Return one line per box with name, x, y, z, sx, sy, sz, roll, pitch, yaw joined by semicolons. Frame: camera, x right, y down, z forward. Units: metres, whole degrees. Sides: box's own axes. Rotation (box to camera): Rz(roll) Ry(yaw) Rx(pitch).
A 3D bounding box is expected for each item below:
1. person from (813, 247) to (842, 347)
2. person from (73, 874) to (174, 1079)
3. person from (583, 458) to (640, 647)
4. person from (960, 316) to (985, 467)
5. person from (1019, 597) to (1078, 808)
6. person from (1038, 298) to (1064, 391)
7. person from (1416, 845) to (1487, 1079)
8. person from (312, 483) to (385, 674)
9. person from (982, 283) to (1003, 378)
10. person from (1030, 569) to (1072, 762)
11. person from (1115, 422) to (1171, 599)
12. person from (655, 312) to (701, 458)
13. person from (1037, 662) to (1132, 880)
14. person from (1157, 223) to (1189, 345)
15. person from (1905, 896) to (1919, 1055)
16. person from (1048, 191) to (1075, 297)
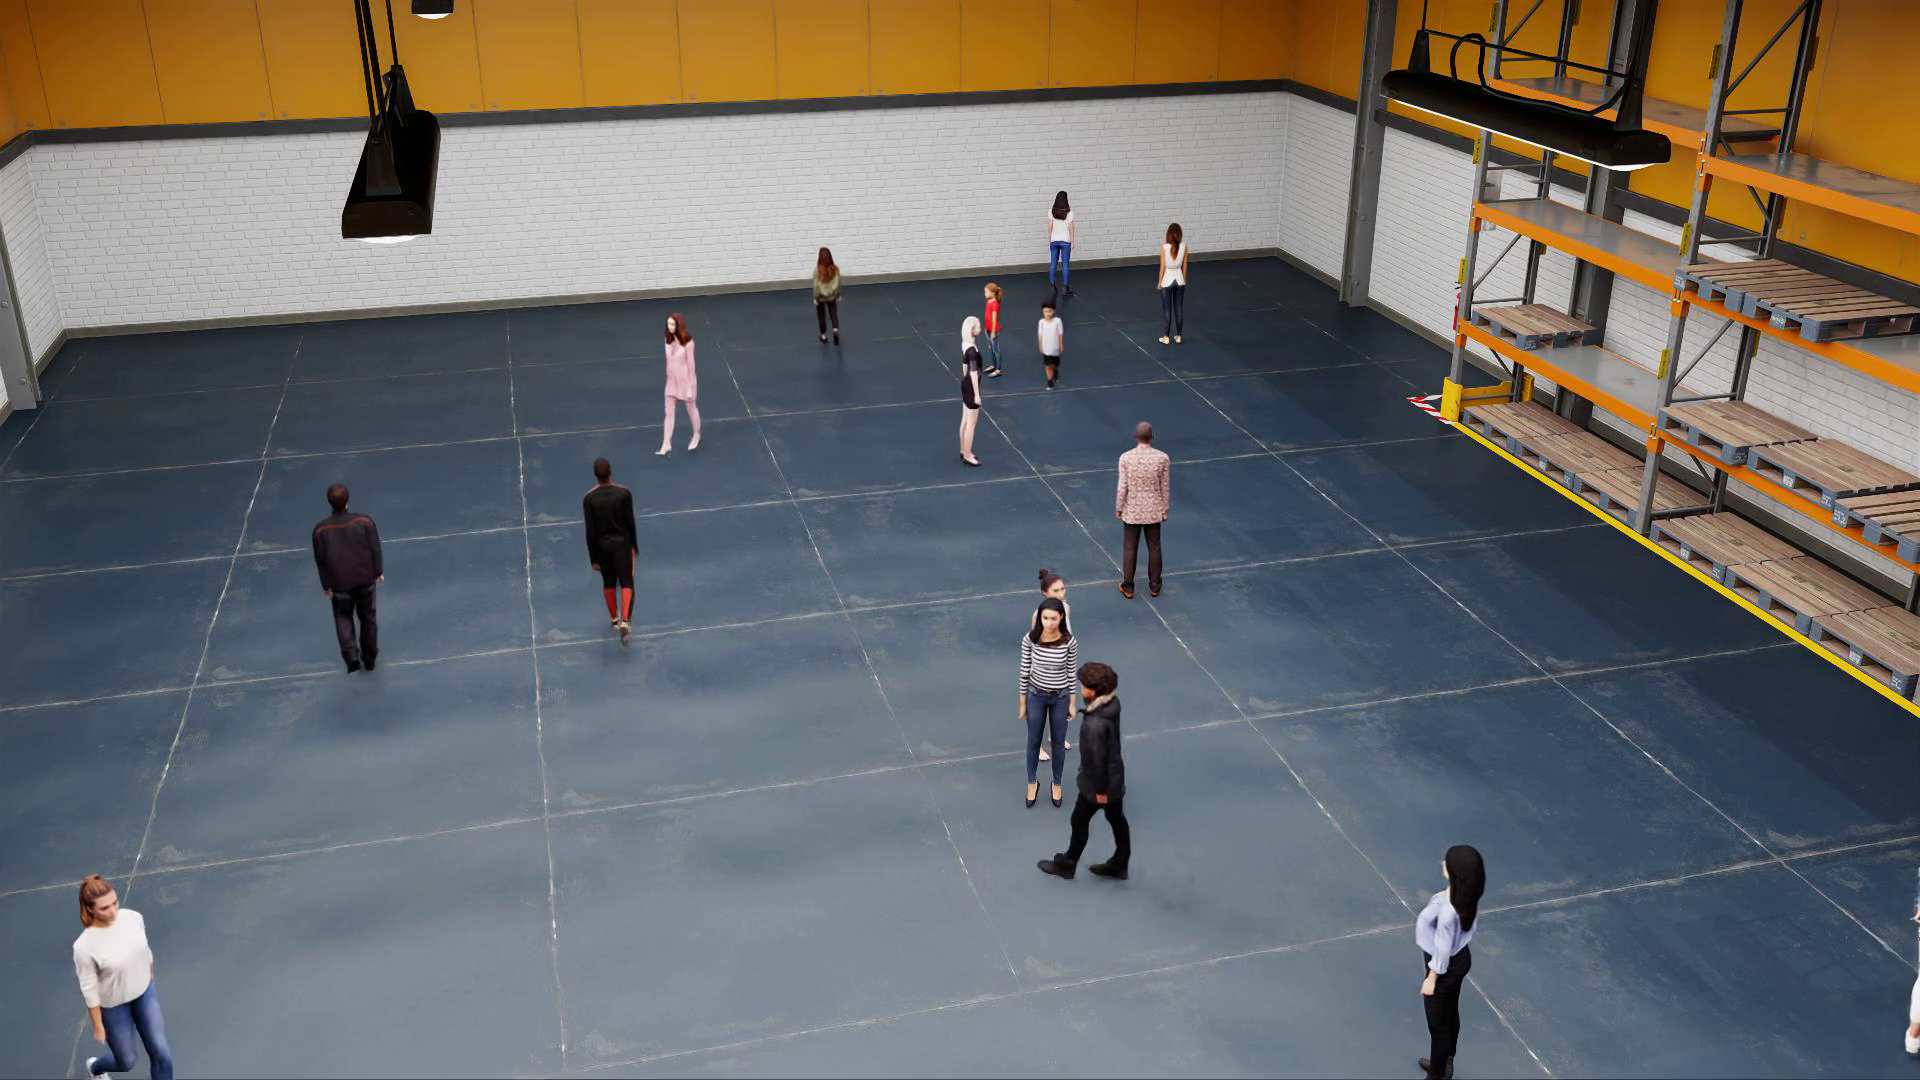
person;-1.919;-3.531;24.287;0.625;1.463;0.880;-9;25;-19
person;-4.938;2.698;9.745;1.067;1.696;1.010;12;27;26
person;-3.229;0.123;15.525;0.668;1.785;1.082;-5;24;-10
person;0.114;-1.775;19.809;0.629;1.831;0.415;-6;24;-14
person;0.685;1.261;12.908;0.642;1.796;0.590;2;24;3
person;1.237;-2.680;22.611;0.643;1.246;0.778;3;24;6
person;2.919;2.576;9.965;0.774;1.744;0.727;15;28;30
person;-5.431;0.386;14.873;0.777;1.826;0.852;-10;25;-21
person;0.467;-2.929;23.105;0.534;1.306;0.421;-8;25;-18
person;0.743;1.020;13.700;0.658;1.604;0.688;-21;31;-39
person;1.808;-0.292;16.444;0.736;1.810;0.674;0;24;-1
person;-3.313;-1.903;20.184;1.054;1.766;1.142;12;26;25
person;1.108;1.714;11.935;0.983;1.745;0.974;7;25;15
person;3.132;-3.761;24.413;0.588;1.783;0.509;-6;24;-13
person;6.147;2.459;10.321;1.004;1.674;0.997;20;31;38
person;1.627;-4.795;26.902;0.680;1.684;0.727;11;26;24
